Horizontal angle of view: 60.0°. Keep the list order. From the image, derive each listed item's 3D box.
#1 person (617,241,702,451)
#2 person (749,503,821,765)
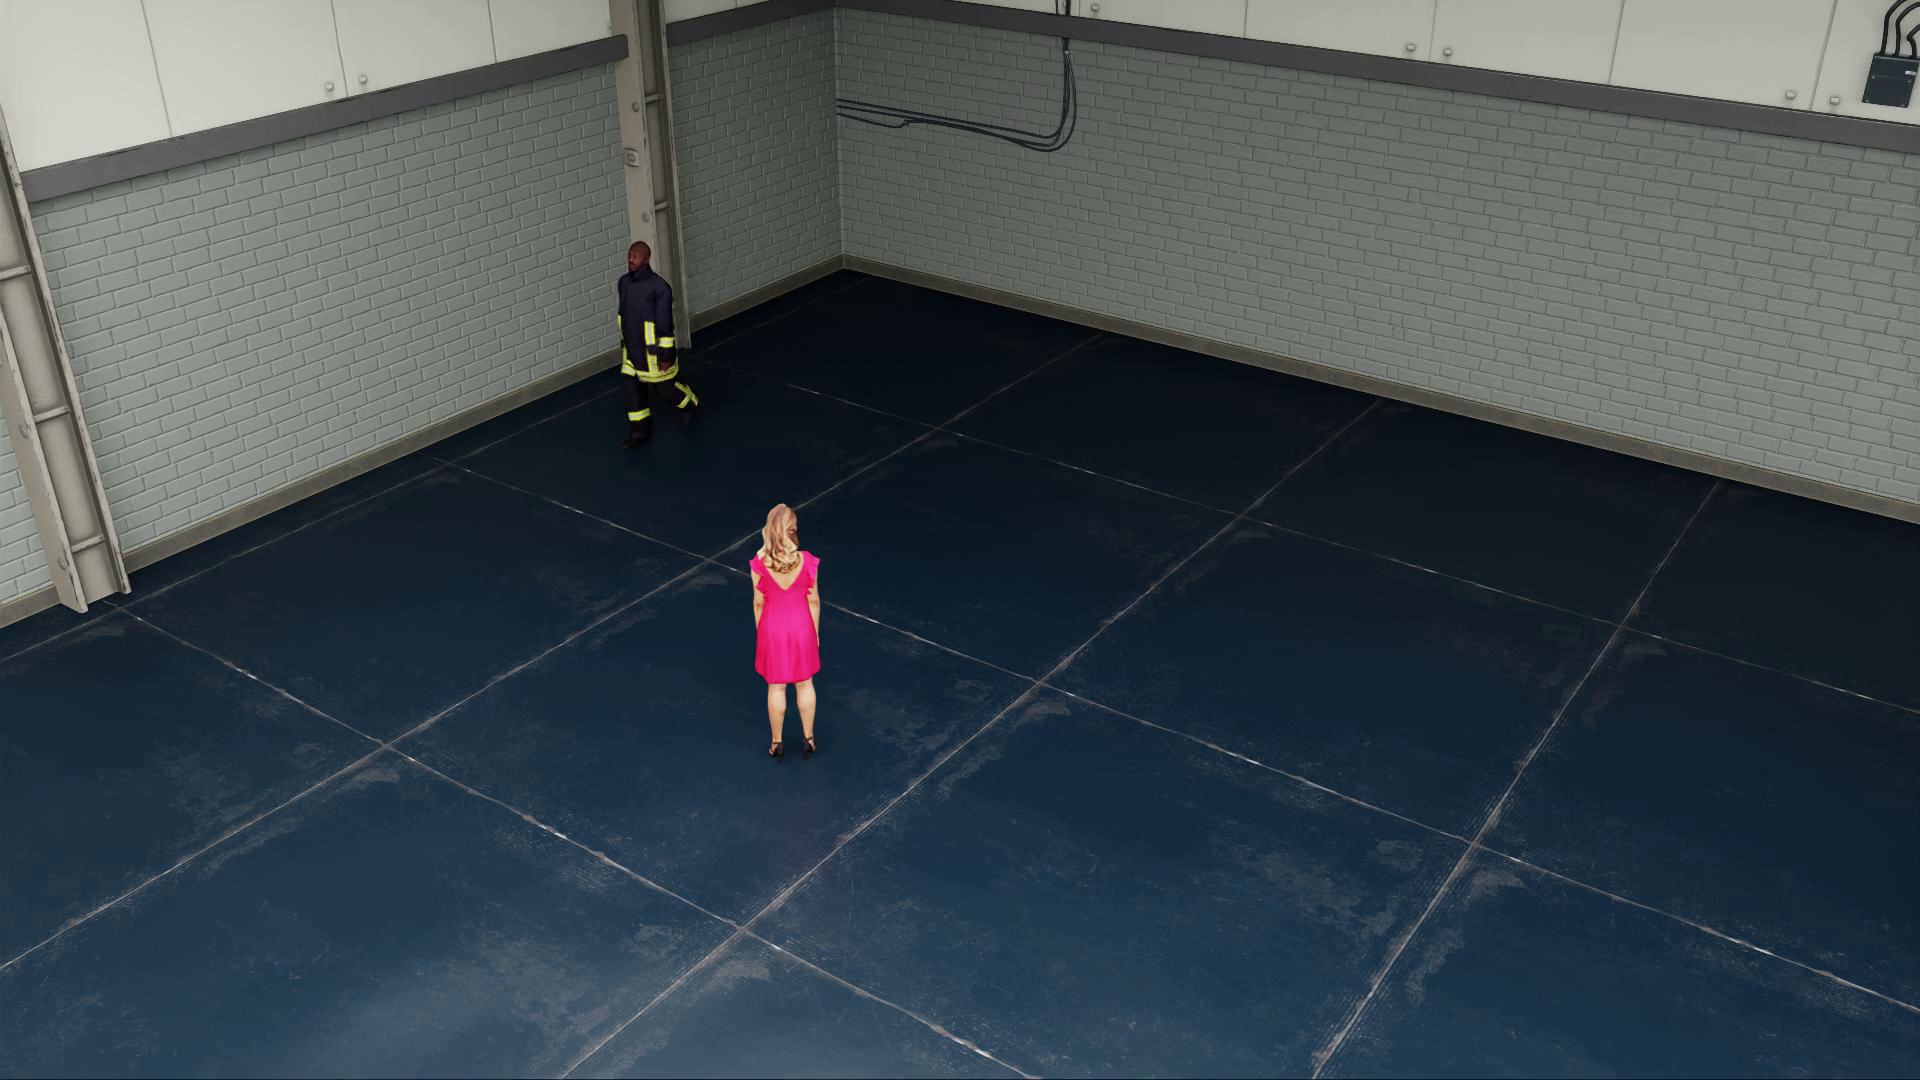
[{"bbox_3d":[-2.619,-1.711,14.303,0.782,1.795,1.176,15,32,26],"label":"person"},{"bbox_3d":[-1.050,0.578,10.080,0.664,1.726,0.725,-5,28,-9],"label":"person"}]
